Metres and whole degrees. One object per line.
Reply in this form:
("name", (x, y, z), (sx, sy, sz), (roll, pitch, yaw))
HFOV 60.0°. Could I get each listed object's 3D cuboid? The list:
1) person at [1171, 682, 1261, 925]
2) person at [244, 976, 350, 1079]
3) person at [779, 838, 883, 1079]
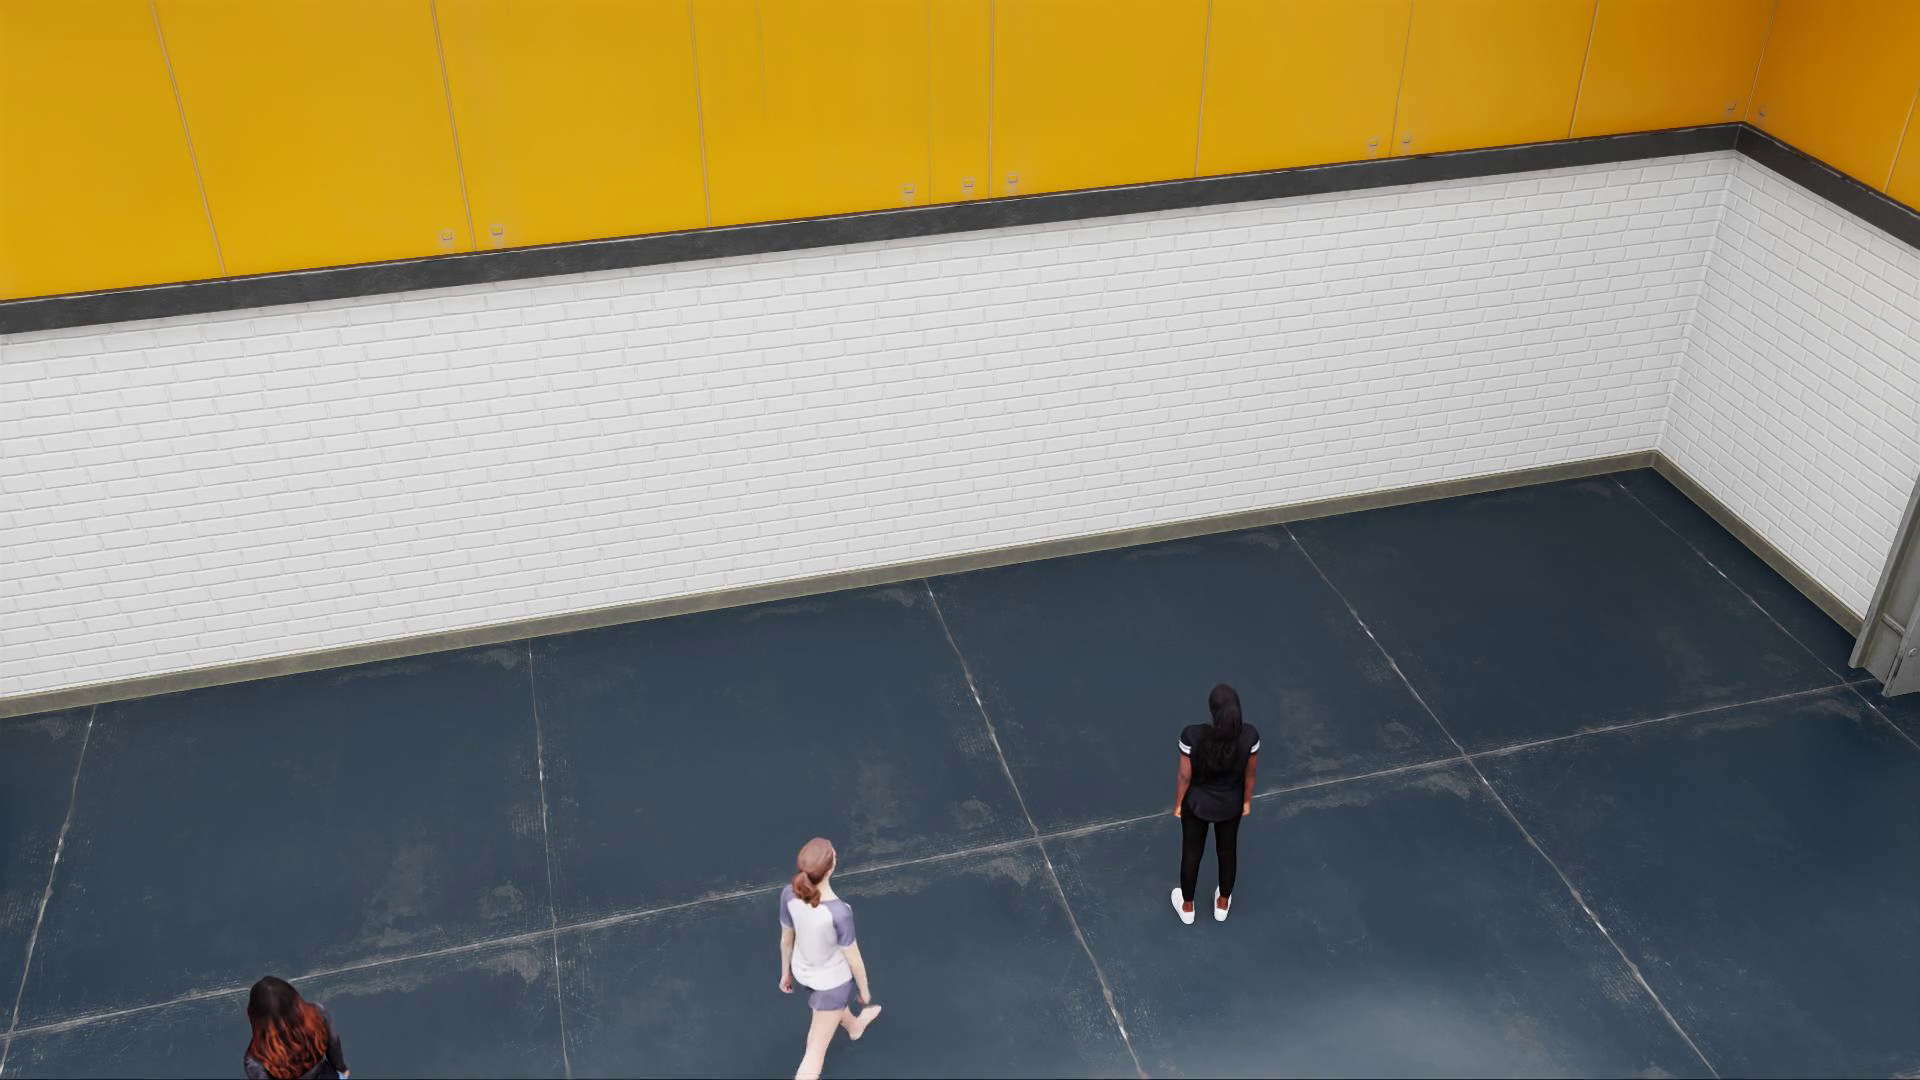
("person", (1.446, 1.499, 9.496), (0.660, 1.728, 0.653), (-2, 34, -2))
("person", (-3.066, 2.654, 7.845), (0.769, 1.633, 0.713), (19, 38, 26))
("person", (-0.739, 2.259, 8.366), (1.123, 1.714, 1.155), (19, 38, 26))
